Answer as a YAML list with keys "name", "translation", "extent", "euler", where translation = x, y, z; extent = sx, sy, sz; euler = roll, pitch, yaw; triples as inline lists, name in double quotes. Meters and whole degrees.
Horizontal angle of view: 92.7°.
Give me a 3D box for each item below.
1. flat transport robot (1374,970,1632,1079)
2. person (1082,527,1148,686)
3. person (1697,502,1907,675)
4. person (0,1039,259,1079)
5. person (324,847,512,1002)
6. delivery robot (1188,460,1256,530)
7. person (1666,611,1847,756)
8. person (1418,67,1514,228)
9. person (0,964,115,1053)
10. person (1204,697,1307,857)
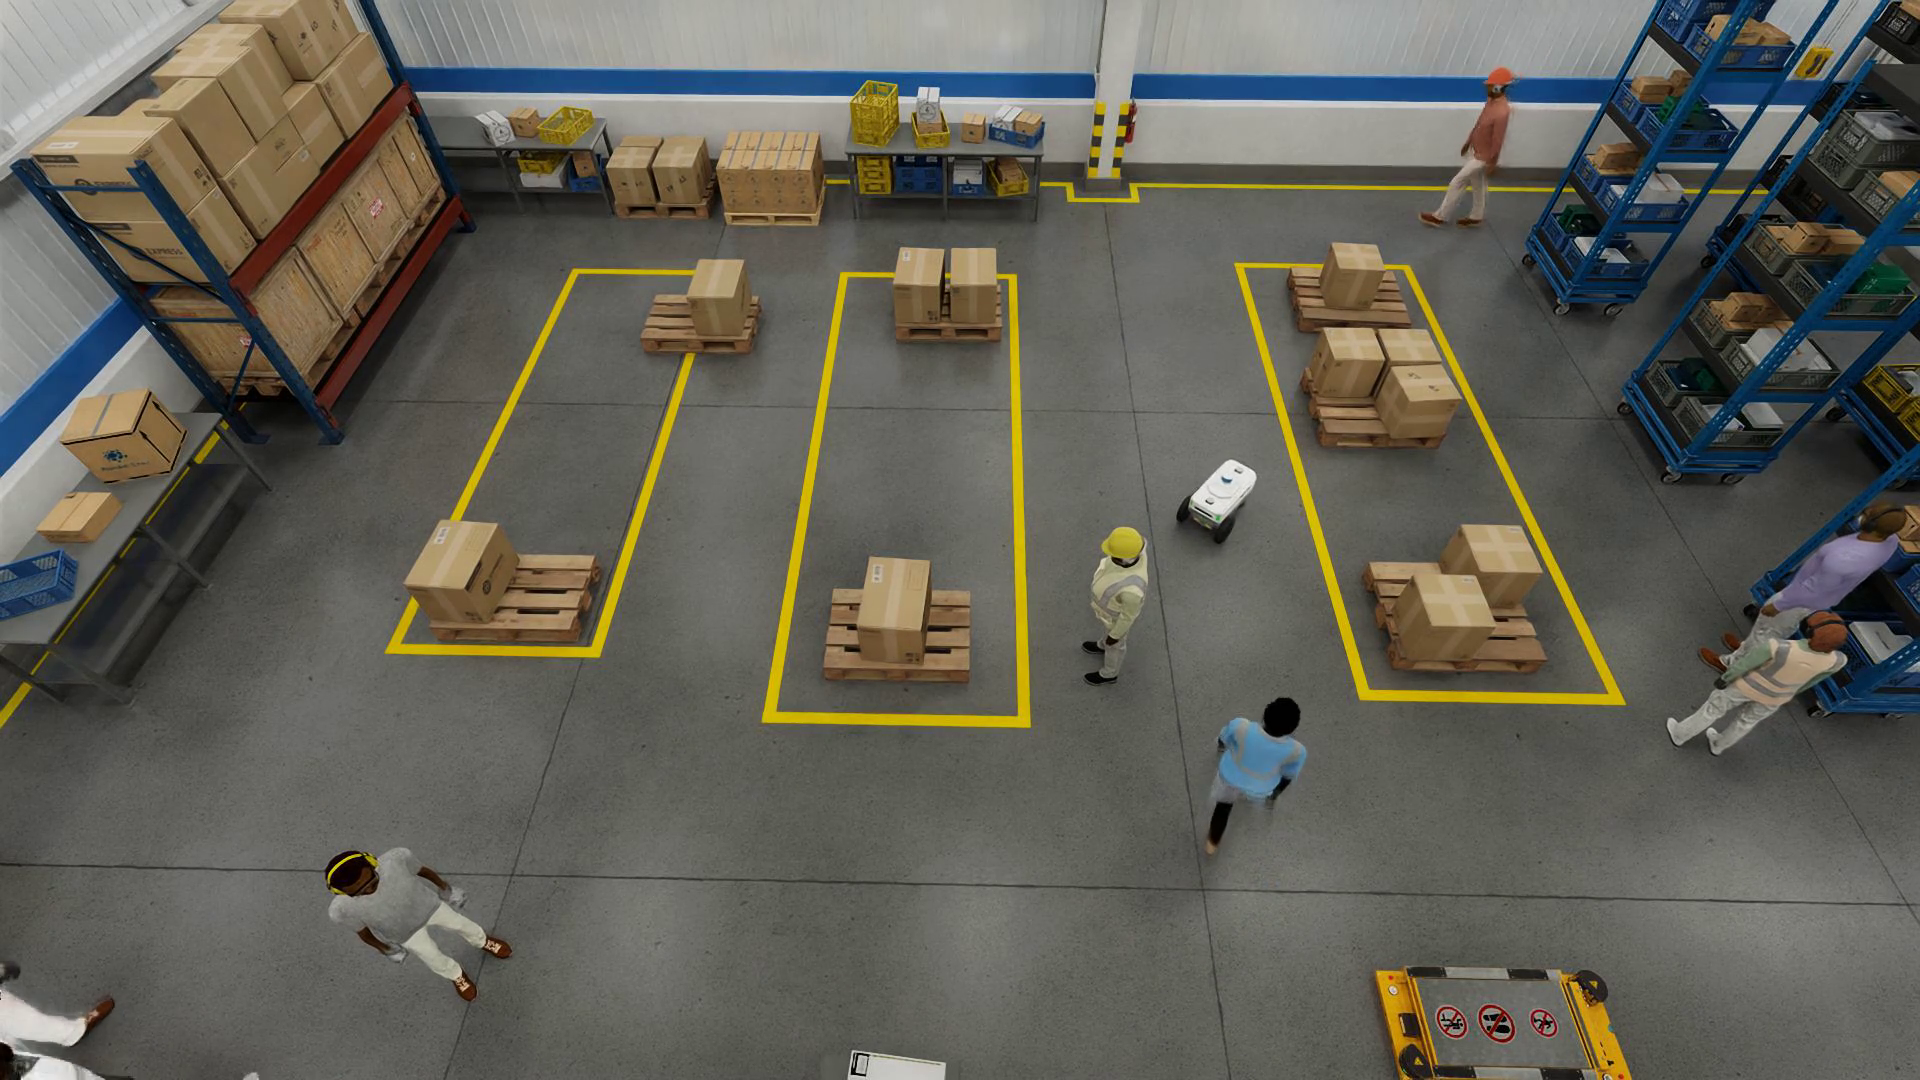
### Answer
- name: "flat transport robot"
  translation: [3.501, 3.133, 5.914]
  extent: [1.431, 0.197, 0.652]
  euler: [1, 51, 1]
- name: "person"
  translation: [1.189, 0.507, 7.061]
  extent: [0.403, 1.823, 0.587]
  euler: [4, 51, 3]
- name: "person"
  translation: [6.506, 0.418, 7.061]
  extent: [0.630, 1.936, 0.369]
  euler: [-19, 53, -15]
- name: "person"
  translation: [-4.735, 3.047, 4.940]
  extent: [0.638, 1.896, 0.625]
  euler: [10, 51, 8]
- name: "person"
  translation: [-3.283, 2.313, 5.566]
  extent: [0.329, 1.862, 0.508]
  euler: [25, 55, 19]
- name: "delivery robot"
  translation: [2.462, -0.443, 8.589]
  extent: [0.477, 0.478, 0.707]
  euler: [34, 59, 25]
- name: "person"
  translation: [5.849, 1.080, 6.717]
  extent: [0.519, 1.632, 0.312]
  euler: [15, 52, 12]
- name: "person"
  translation: [6.378, -4.768, 11.281]
  extent: [0.915, 1.936, 0.641]
  euler: [14, 52, 11]
- name: "person"
  translation: [-5.610, 2.734, 5.216]
  extent: [0.405, 1.882, 0.748]
  euler: [-8, 51, -7]
- name: "person"
  translation: [2.007, 1.533, 6.325]
  extent: [0.545, 1.644, 0.869]
  euler: [16, 53, 13]
